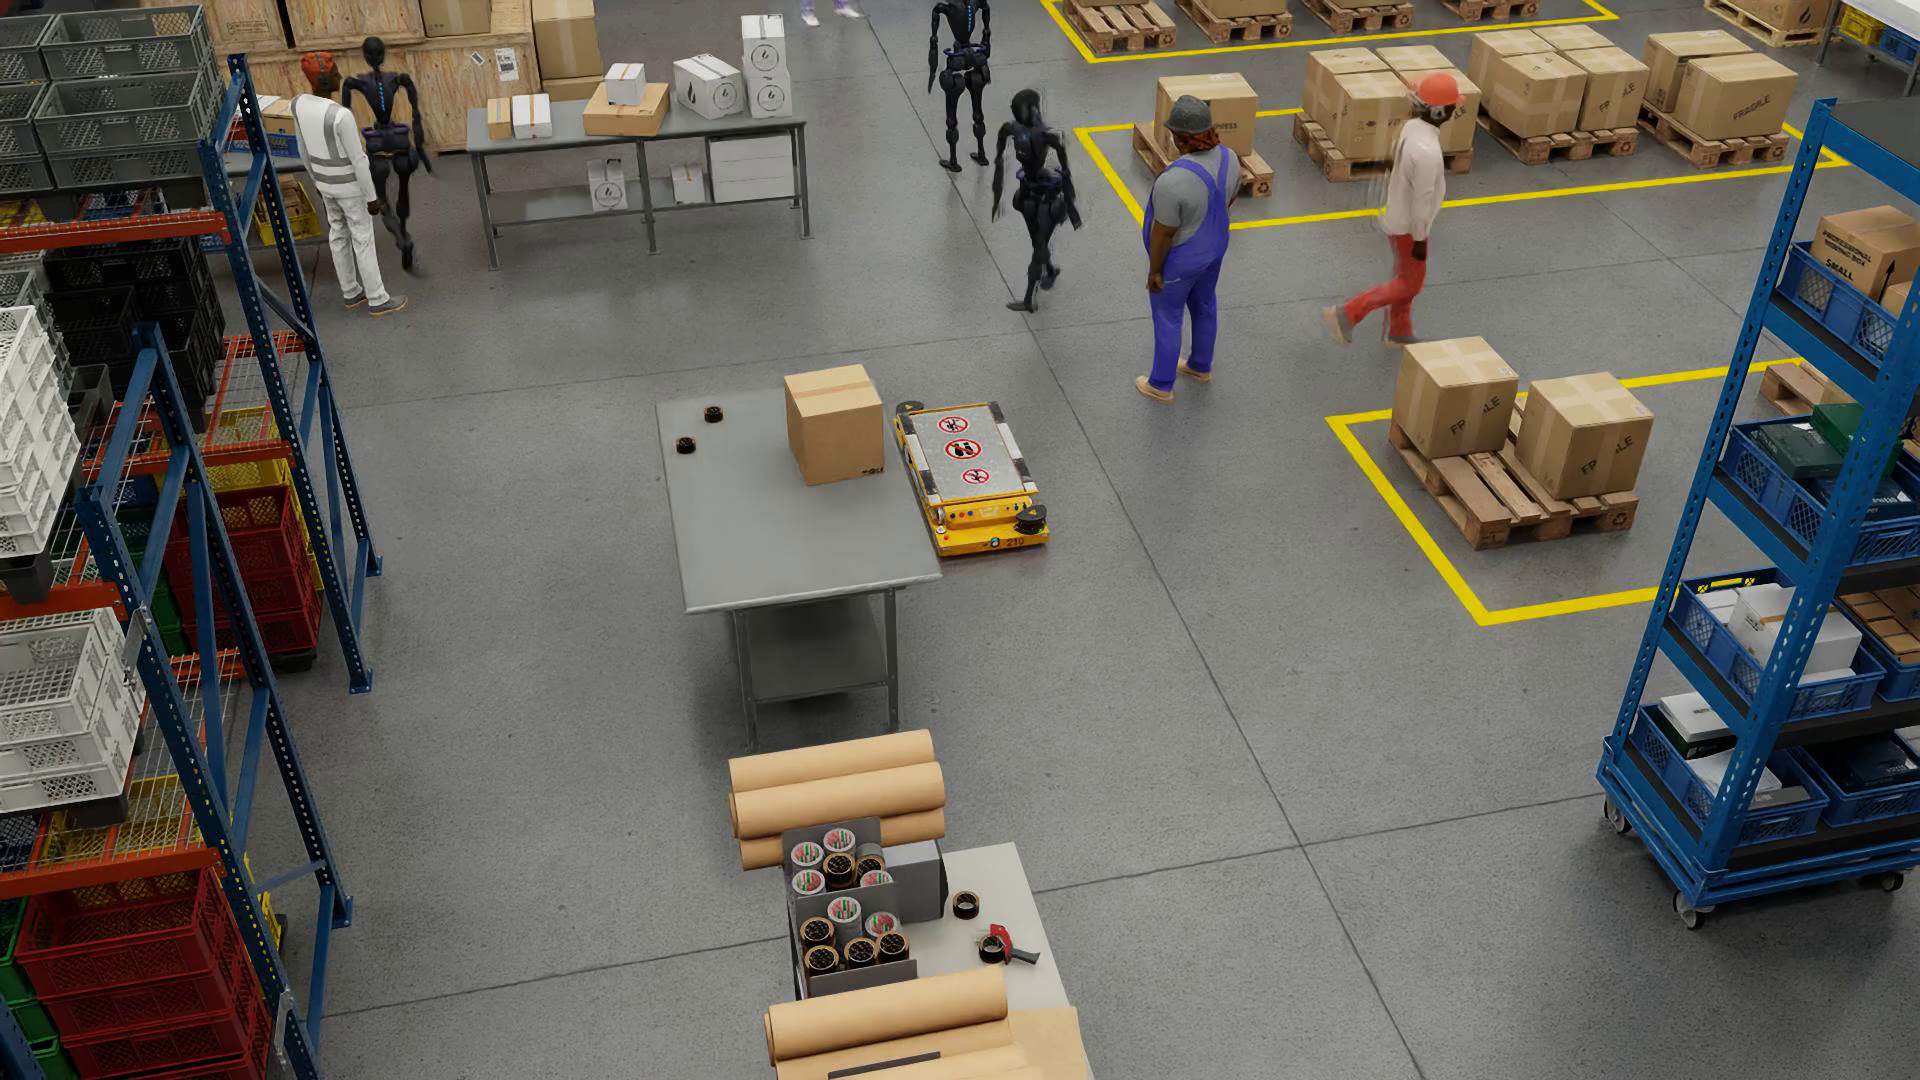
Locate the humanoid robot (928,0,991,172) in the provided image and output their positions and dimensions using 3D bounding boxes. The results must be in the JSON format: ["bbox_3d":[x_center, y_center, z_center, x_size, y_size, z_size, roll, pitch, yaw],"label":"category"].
[{"bbox_3d":[0.013,-3.850,13.547,0.572,1.650,0.333,-18,40,-22],"label":"humanoid robot"}]

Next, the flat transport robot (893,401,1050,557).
[{"bbox_3d":[0.046,-0.430,10.108,0.652,0.197,1.431,-8,37,-10],"label":"flat transport robot"}]

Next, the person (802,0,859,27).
[{"bbox_3d":[-1.328,-6.030,16.281,0.596,1.921,0.384,-30,46,-34],"label":"person"}]

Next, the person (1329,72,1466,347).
[{"bbox_3d":[2.903,-2.119,10.965,0.662,1.978,0.612,3,37,4],"label":"person"}]

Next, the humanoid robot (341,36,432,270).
[{"bbox_3d":[-4.207,-2.844,12.216,0.596,1.623,0.622,-15,39,-20],"label":"humanoid robot"}]

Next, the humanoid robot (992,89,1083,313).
[{"bbox_3d":[0.569,-2.395,11.631,0.625,1.621,0.788,25,43,29],"label":"humanoid robot"}]

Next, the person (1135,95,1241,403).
[{"bbox_3d":[1.403,-1.858,10.568,0.681,2.000,0.535,-27,44,-31],"label":"person"}]

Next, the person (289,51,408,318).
[{"bbox_3d":[-4.249,-2.436,11.475,0.582,1.881,0.340,20,41,24],"label":"person"}]
